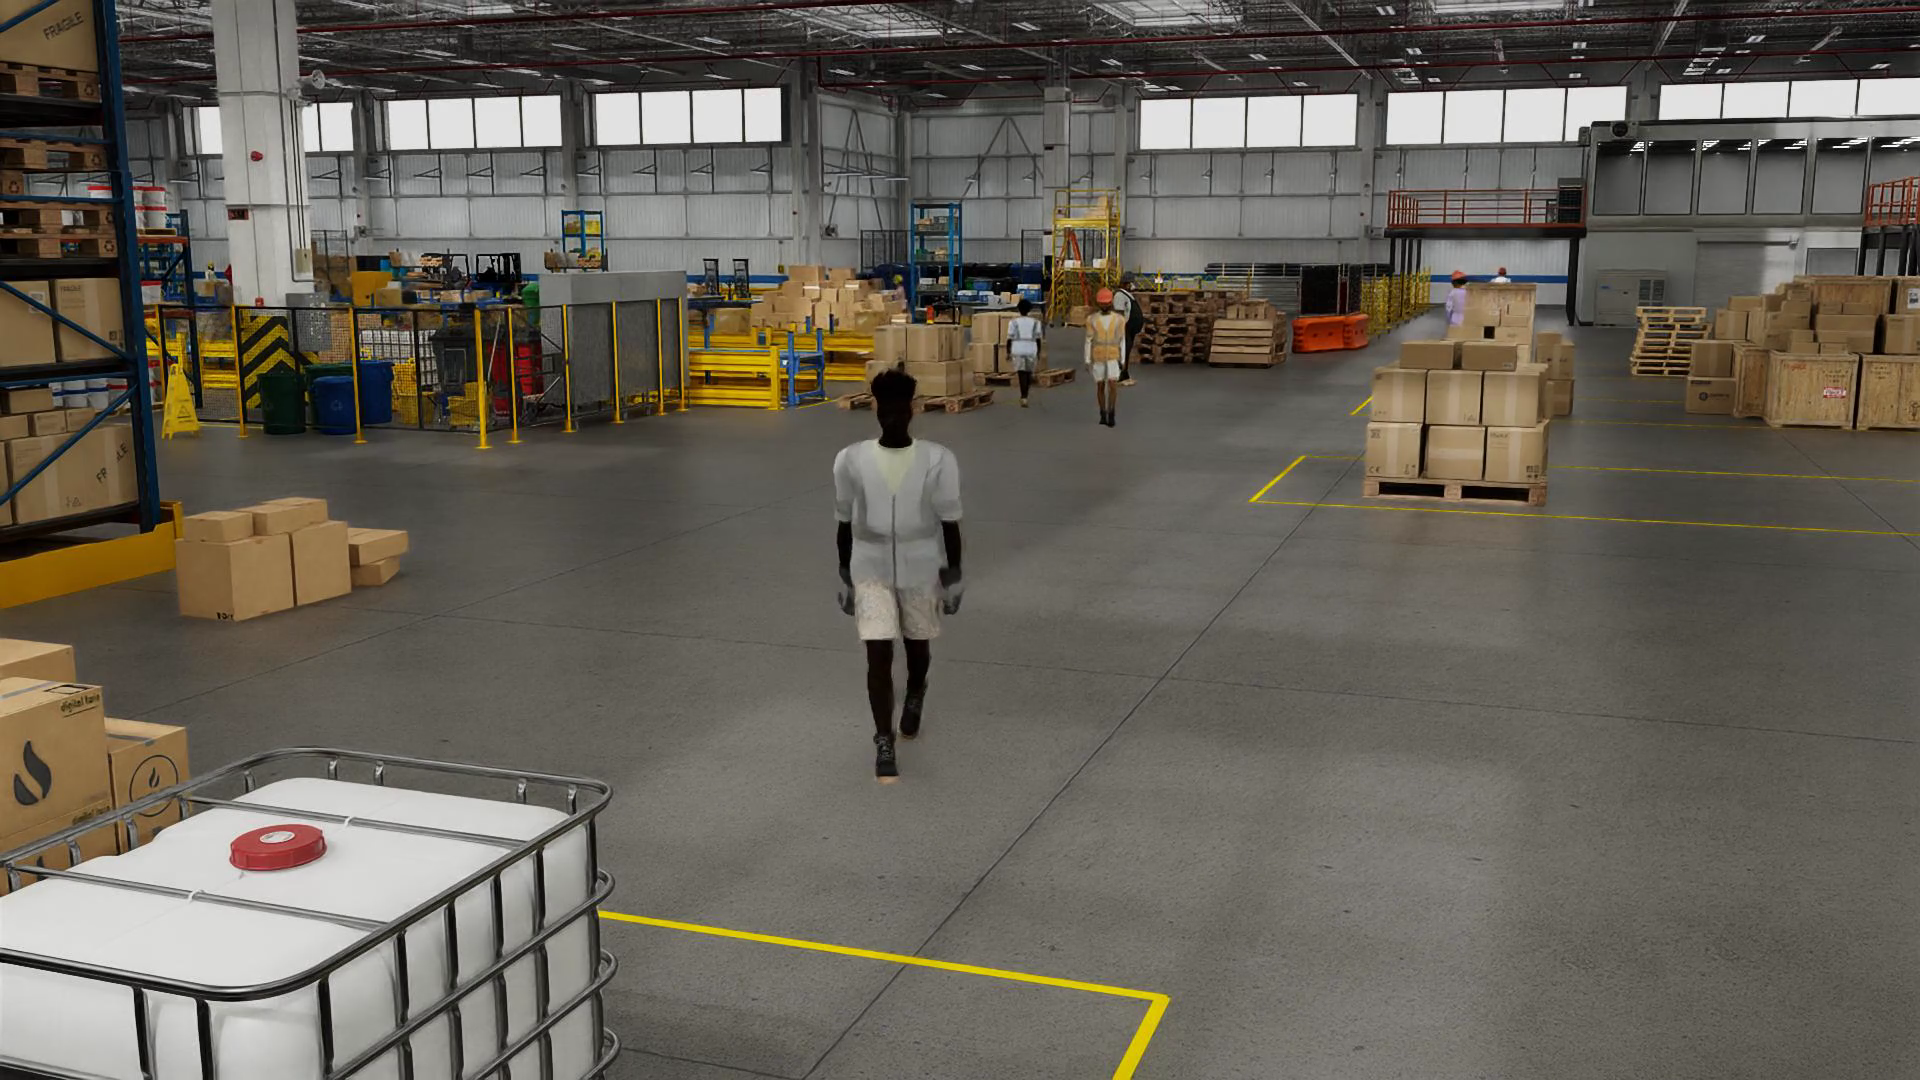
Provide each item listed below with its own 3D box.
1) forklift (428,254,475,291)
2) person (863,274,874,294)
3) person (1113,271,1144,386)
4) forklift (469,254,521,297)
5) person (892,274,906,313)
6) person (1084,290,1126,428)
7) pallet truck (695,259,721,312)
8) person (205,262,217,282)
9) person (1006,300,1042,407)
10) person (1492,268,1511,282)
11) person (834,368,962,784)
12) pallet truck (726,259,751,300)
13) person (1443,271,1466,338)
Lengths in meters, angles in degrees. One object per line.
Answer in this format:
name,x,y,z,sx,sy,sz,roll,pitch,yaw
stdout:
forklift,-20.133,-10.254,65.465,1.157,1.987,2.680,3,11,19
person,-2.091,-4.992,37.069,0.445,1.855,0.555,3,10,16
person,3.001,-3.766,29.643,0.538,2.000,0.681,3,11,17
forklift,-17.990,-10.121,64.684,1.157,1.987,2.680,3,11,17
person,-1.554,-5.916,42.532,0.331,1.767,0.531,0,10,2
person,1.999,-2.495,22.918,0.564,1.879,1.011,1,10,6
pallet truck,-9.165,-9.627,62.776,0.823,1.965,1.885,4,11,23
person,-29.399,-9.994,65.347,0.586,1.824,0.404,9,13,41
person,0.988,-2.898,25.855,0.545,1.651,0.865,-2,10,-12
person,15.797,-7.019,48.553,0.589,1.840,0.970,7,12,34
person,-0.298,0.126,8.038,0.609,1.938,0.909,0,10,-1
pallet truck,-7.986,-9.493,62.019,0.823,1.965,1.885,3,11,17
person,9.478,-4.134,31.837,0.631,1.998,1.013,-3,10,-15
